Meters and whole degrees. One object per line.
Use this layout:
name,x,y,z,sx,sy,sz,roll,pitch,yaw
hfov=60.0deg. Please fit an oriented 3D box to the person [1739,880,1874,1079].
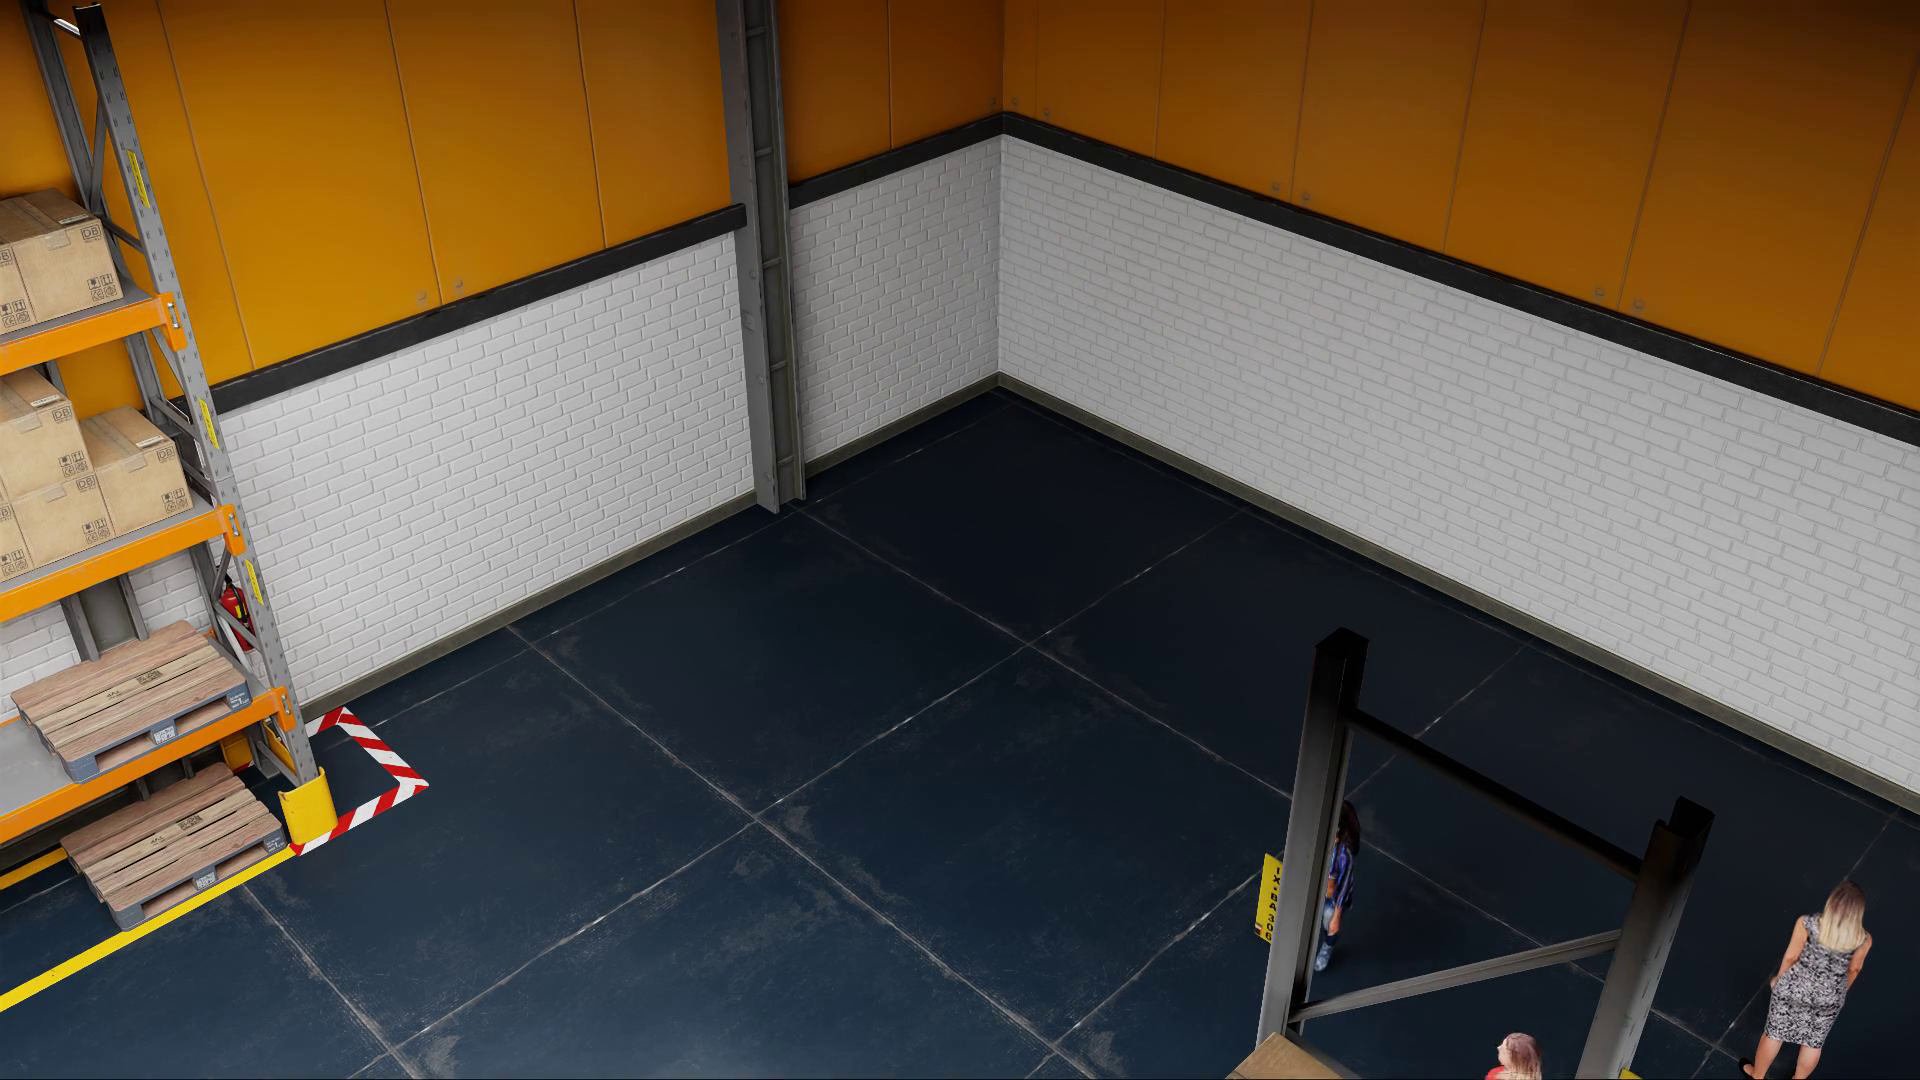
person,5.061,2.688,9.902,0.632,1.705,0.624,12,35,17
